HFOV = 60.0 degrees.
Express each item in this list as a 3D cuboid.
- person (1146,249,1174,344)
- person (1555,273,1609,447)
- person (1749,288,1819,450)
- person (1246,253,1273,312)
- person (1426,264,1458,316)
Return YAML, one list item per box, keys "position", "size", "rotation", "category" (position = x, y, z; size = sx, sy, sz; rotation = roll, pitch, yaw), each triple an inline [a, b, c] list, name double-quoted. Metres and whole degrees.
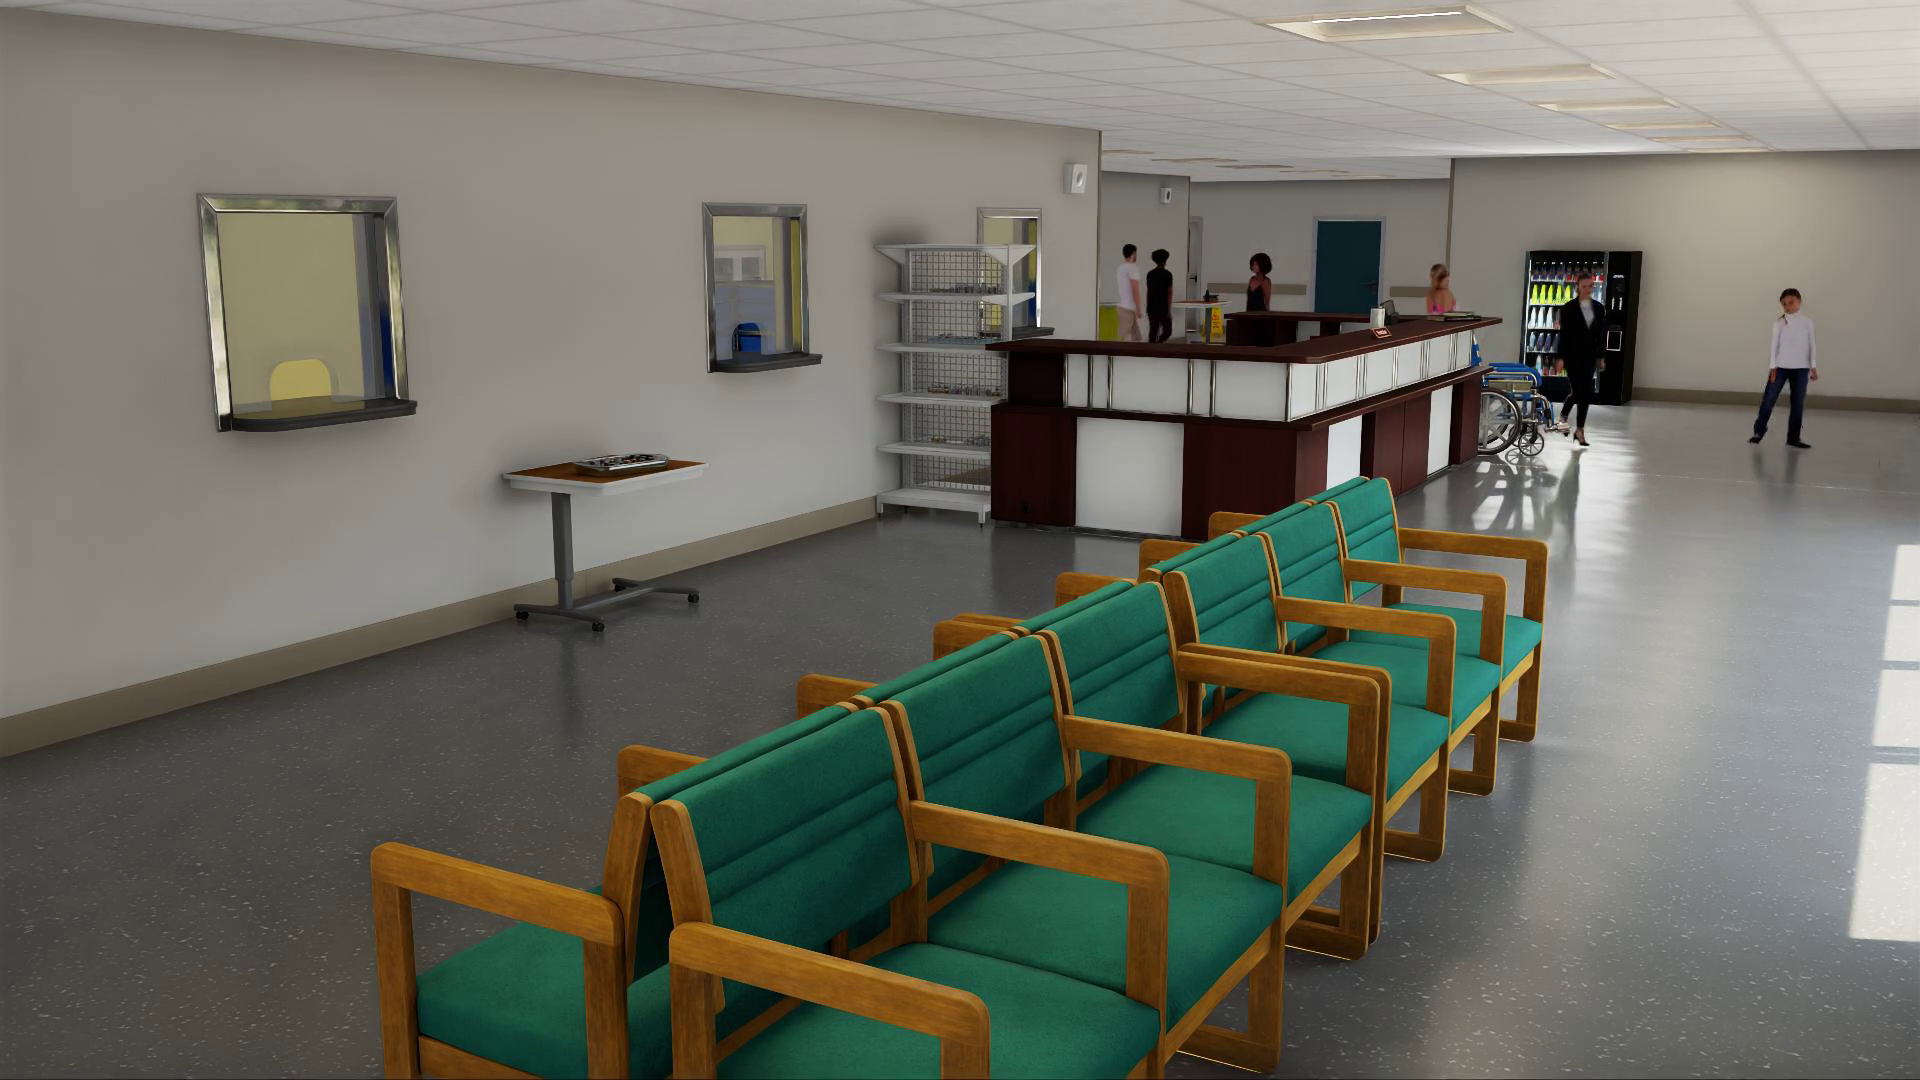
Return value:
- position: [3.081, -3.659, 26.056]
  size: [0.697, 1.769, 0.710]
  rotation: [7, 13, 33]
  category: "person"
- position: [5.985, -1.749, 16.226]
  size: [0.841, 1.682, 0.904]
  rotation: [-3, 11, -16]
  category: "person"
- position: [8.069, -1.657, 16.099]
  size: [0.721, 1.548, 0.848]
  rotation: [-1, 11, -8]
  category: "person"
- position: [4.024, -2.923, 22.171]
  size: [0.788, 1.771, 0.766]
  rotation: [-8, 13, -36]
  category: "person"
- position: [4.881, -1.927, 16.979]
  size: [0.817, 1.749, 0.782]
  rotation: [1, 11, 3]
  category: "person"
